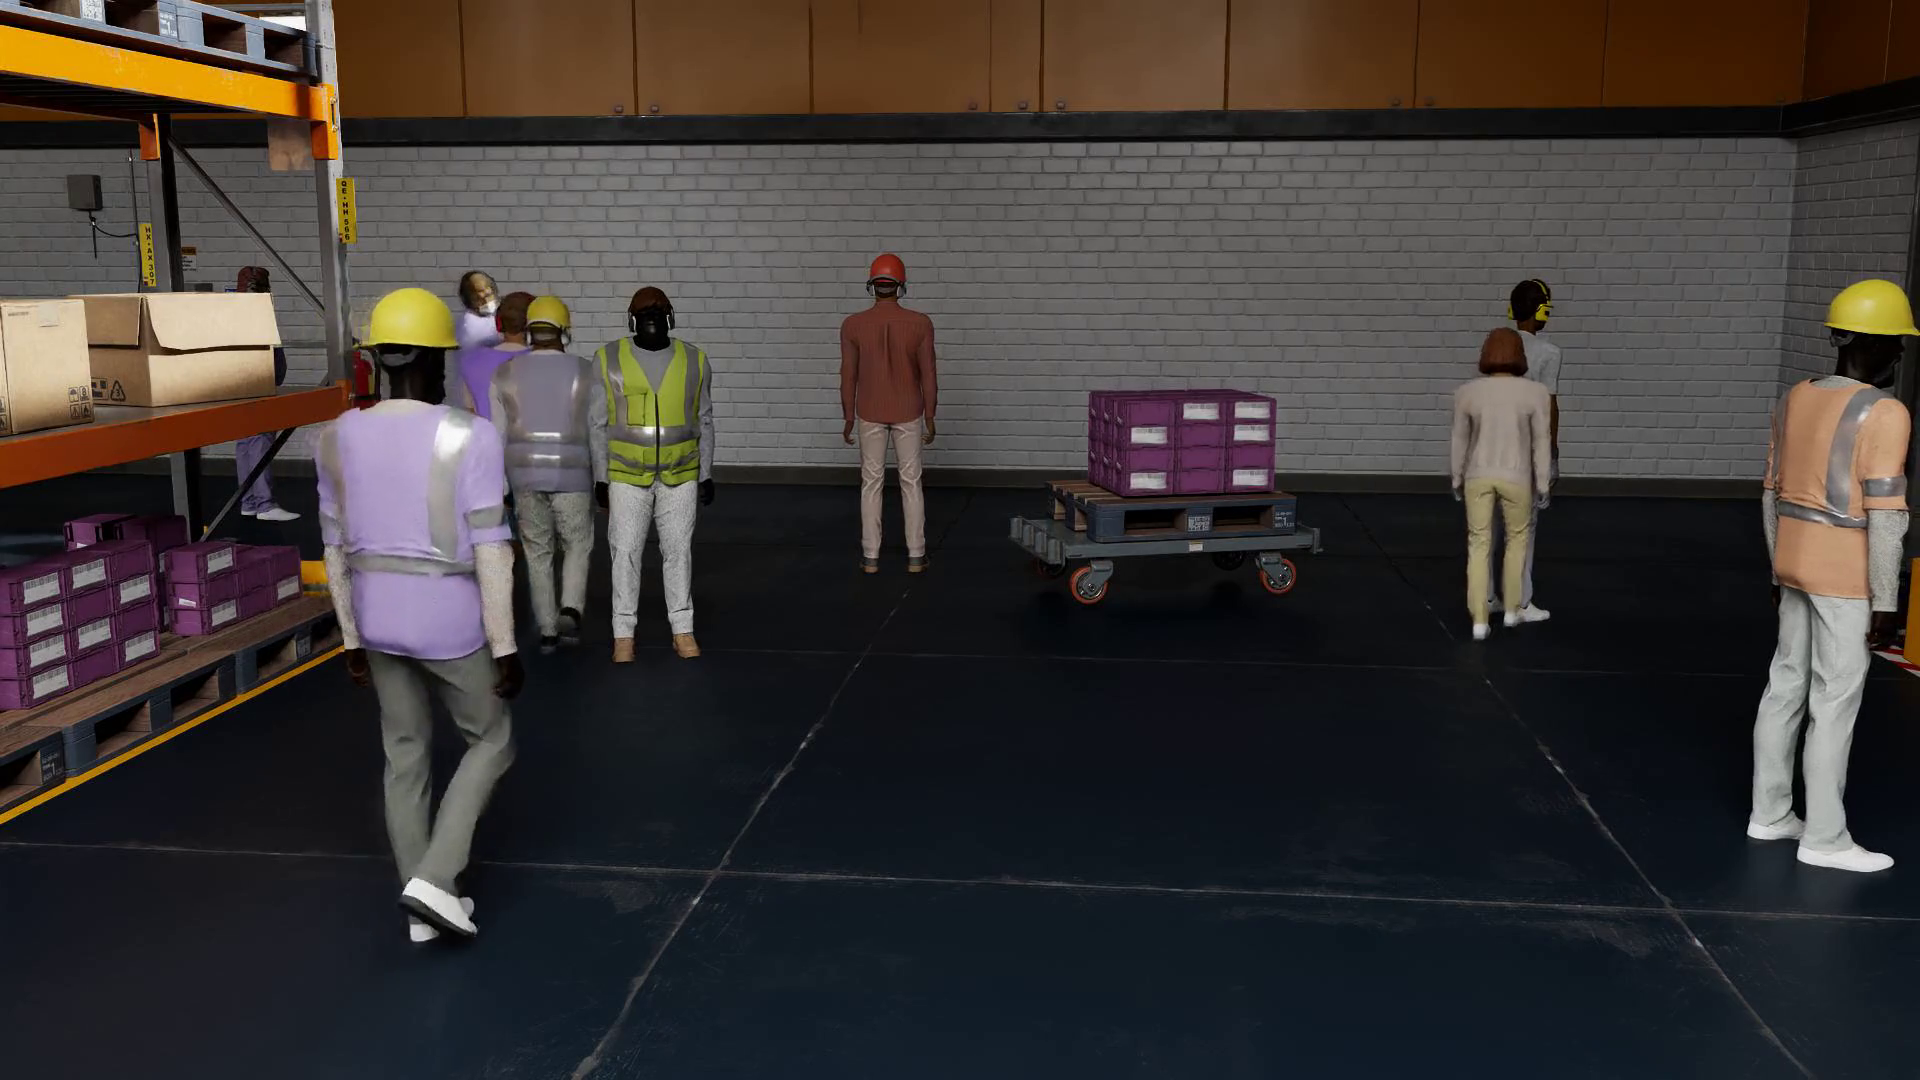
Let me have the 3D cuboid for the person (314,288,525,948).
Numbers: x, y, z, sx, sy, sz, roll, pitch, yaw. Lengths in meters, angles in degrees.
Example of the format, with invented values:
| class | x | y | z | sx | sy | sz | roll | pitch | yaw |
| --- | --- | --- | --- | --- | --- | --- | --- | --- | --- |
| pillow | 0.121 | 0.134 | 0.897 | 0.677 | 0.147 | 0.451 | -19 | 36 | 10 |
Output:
| class | x | y | z | sx | sy | sz | roll | pitch | yaw |
| --- | --- | --- | --- | --- | --- | --- | --- | --- | --- |
| person | -1.527 | 0.241 | 4.786 | 0.618 | 1.913 | 0.413 | 2 | 10 | 14 |

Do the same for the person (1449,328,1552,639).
| class | x | y | z | sx | sy | sz | roll | pitch | yaw |
| --- | --- | --- | --- | --- | --- | --- | --- | --- | --- |
| person | 2.857 | -0.309 | 8.777 | 0.527 | 1.603 | 0.716 | 5 | 11 | 25 |

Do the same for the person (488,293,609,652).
| class | x | y | z | sx | sy | sz | roll | pitch | yaw |
| --- | --- | --- | --- | --- | --- | --- | --- | --- | --- |
| person | -2.023 | -0.306 | 8.225 | 0.598 | 1.812 | 0.543 | -1 | 10 | -6 |

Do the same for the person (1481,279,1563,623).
| class | x | y | z | sx | sy | sz | roll | pitch | yaw |
| --- | --- | --- | --- | --- | --- | --- | --- | --- | --- |
| person | 3.044 | -0.480 | 9.071 | 0.323 | 1.865 | 0.511 | -7 | 12 | -36 |

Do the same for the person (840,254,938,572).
| class | x | y | z | sx | sy | sz | roll | pitch | yaw |
| --- | --- | --- | --- | --- | --- | --- | --- | --- | --- |
| person | -0.441 | -0.786 | 10.438 | 0.608 | 1.996 | 0.380 | 0 | 10 | 0 |

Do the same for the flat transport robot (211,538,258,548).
| class | x | y | z | sx | sy | sz | roll | pitch | yaw |
| --- | --- | --- | --- | --- | --- | --- | --- | --- | --- |
| flat transport robot | -4.641 | 0.202 | 9.718 | 0.652 | 0.197 | 1.431 | 5 | 11 | 24 |

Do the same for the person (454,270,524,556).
| class | x | y | z | sx | sy | sz | roll | pitch | yaw |
| --- | --- | --- | --- | --- | --- | --- | --- | --- | --- |
| person | -3.055 | -0.806 | 10.859 | 0.451 | 1.893 | 0.664 | -2 | 10 | -13 |

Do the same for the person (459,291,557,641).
| class | x | y | z | sx | sy | sz | roll | pitch | yaw |
| --- | --- | --- | --- | --- | --- | --- | --- | --- | --- |
| person | -2.251 | -0.336 | 8.384 | 0.569 | 1.820 | 0.724 | 0 | 10 | 3 |

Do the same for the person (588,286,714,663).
| class | x | y | z | sx | sy | sz | roll | pitch | yaw |
| --- | --- | --- | --- | --- | --- | --- | --- | --- | --- |
| person | -1.510 | -0.319 | 8.209 | 0.619 | 1.845 | 0.430 | -3 | 10 | -17 |

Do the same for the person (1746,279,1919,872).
| class | x | y | z | sx | sy | sz | roll | pitch | yaw |
| --- | --- | --- | --- | --- | --- | --- | --- | --- | --- |
| person | 2.887 | 0.116 | 5.475 | 0.387 | 1.926 | 0.591 | -1 | 10 | -8 |

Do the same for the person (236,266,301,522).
| class | x | y | z | sx | sy | sz | roll | pitch | yaw |
| --- | --- | --- | --- | --- | --- | --- | --- | --- | --- |
| person | -5.251 | -1.091 | 12.463 | 0.407 | 1.902 | 0.639 | -9 | 13 | -41 |
